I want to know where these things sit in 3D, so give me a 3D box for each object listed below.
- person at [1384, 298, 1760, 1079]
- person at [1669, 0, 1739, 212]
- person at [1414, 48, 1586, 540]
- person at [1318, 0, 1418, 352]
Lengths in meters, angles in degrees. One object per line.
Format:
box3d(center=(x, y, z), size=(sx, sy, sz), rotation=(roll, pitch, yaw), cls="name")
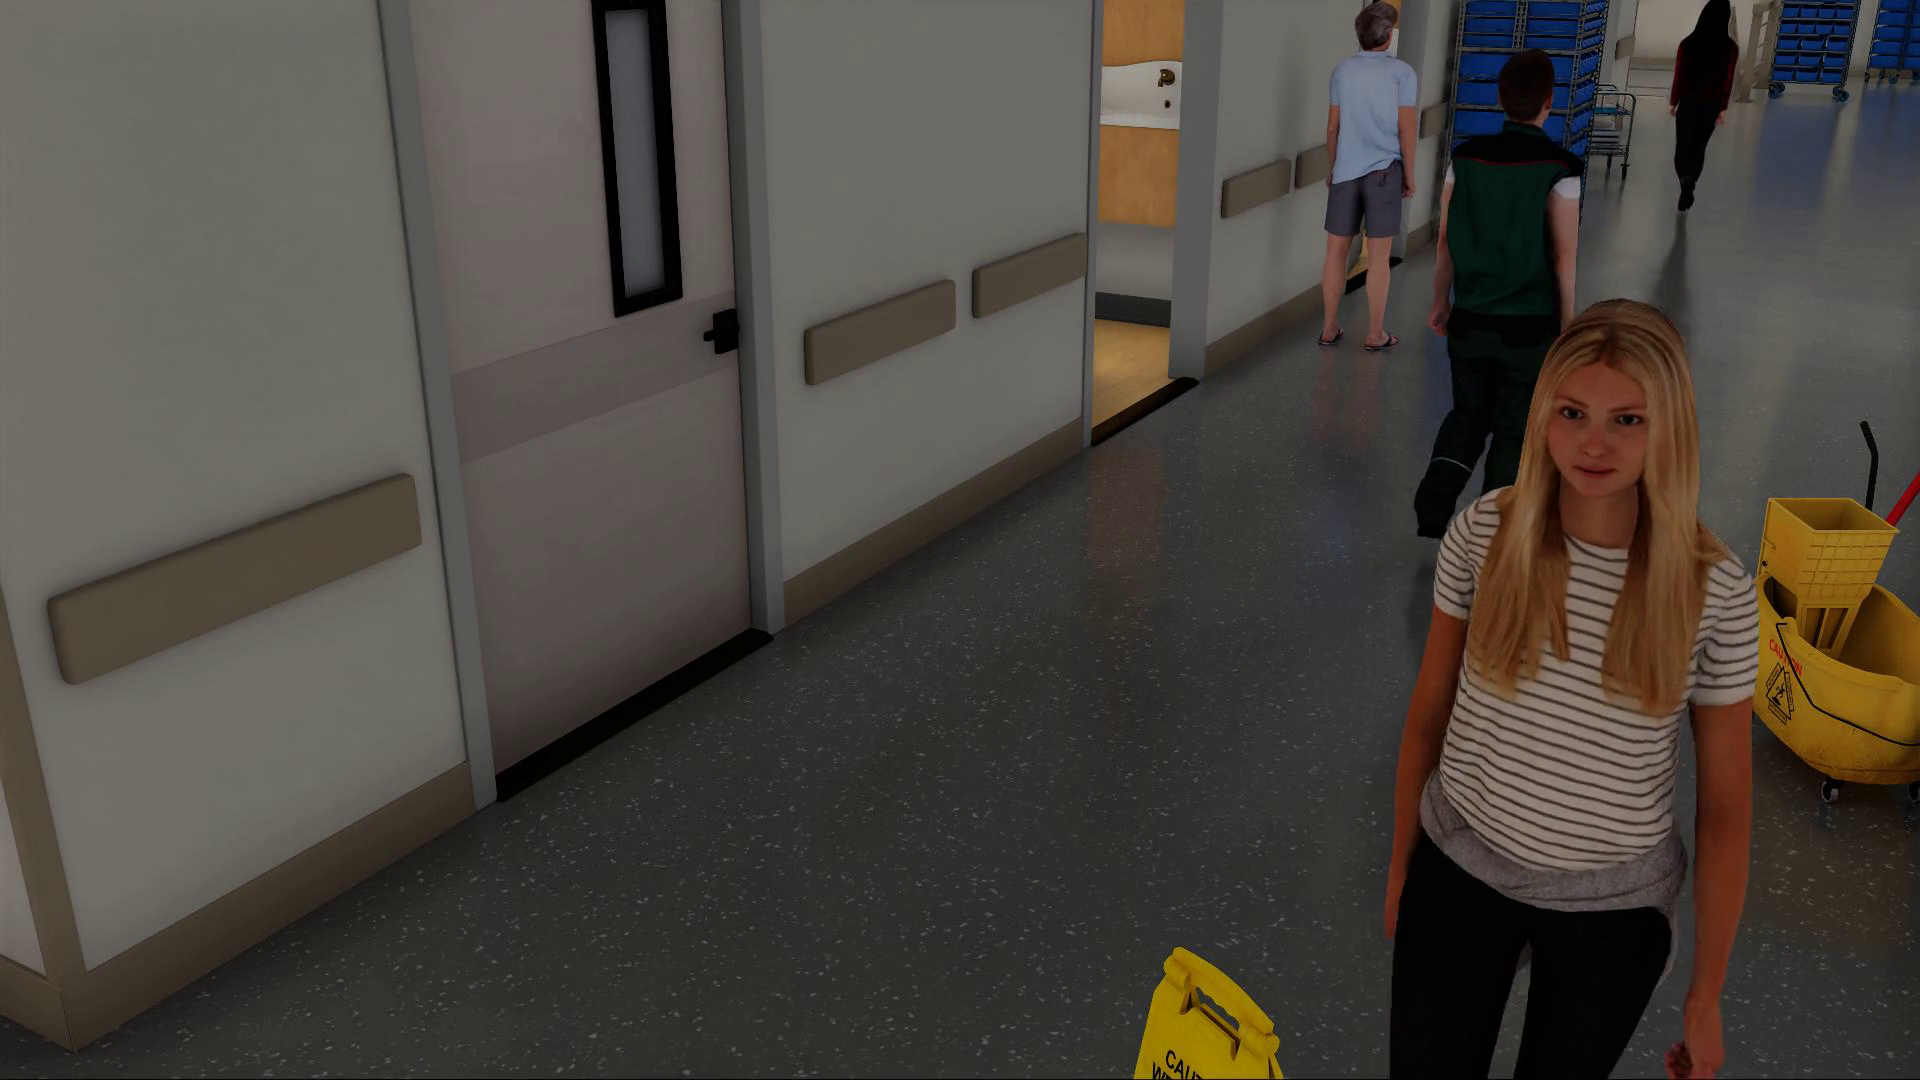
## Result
box3d(center=(0.864, 0.512, 2.500), size=(0.678, 1.809, 0.704), rotation=(6, 22, 15), cls="person")
box3d(center=(5.729, -3.333, 12.896), size=(0.700, 1.636, 1.022), rotation=(8, 22, 19), cls="person")
box3d(center=(1.891, -0.770, 5.842), size=(0.852, 1.836, 0.771), rotation=(-19, 28, -40), cls="person")
box3d(center=(2.190, -1.958, 8.991), size=(0.648, 1.832, 0.541), rotation=(12, 24, 29), cls="person")
